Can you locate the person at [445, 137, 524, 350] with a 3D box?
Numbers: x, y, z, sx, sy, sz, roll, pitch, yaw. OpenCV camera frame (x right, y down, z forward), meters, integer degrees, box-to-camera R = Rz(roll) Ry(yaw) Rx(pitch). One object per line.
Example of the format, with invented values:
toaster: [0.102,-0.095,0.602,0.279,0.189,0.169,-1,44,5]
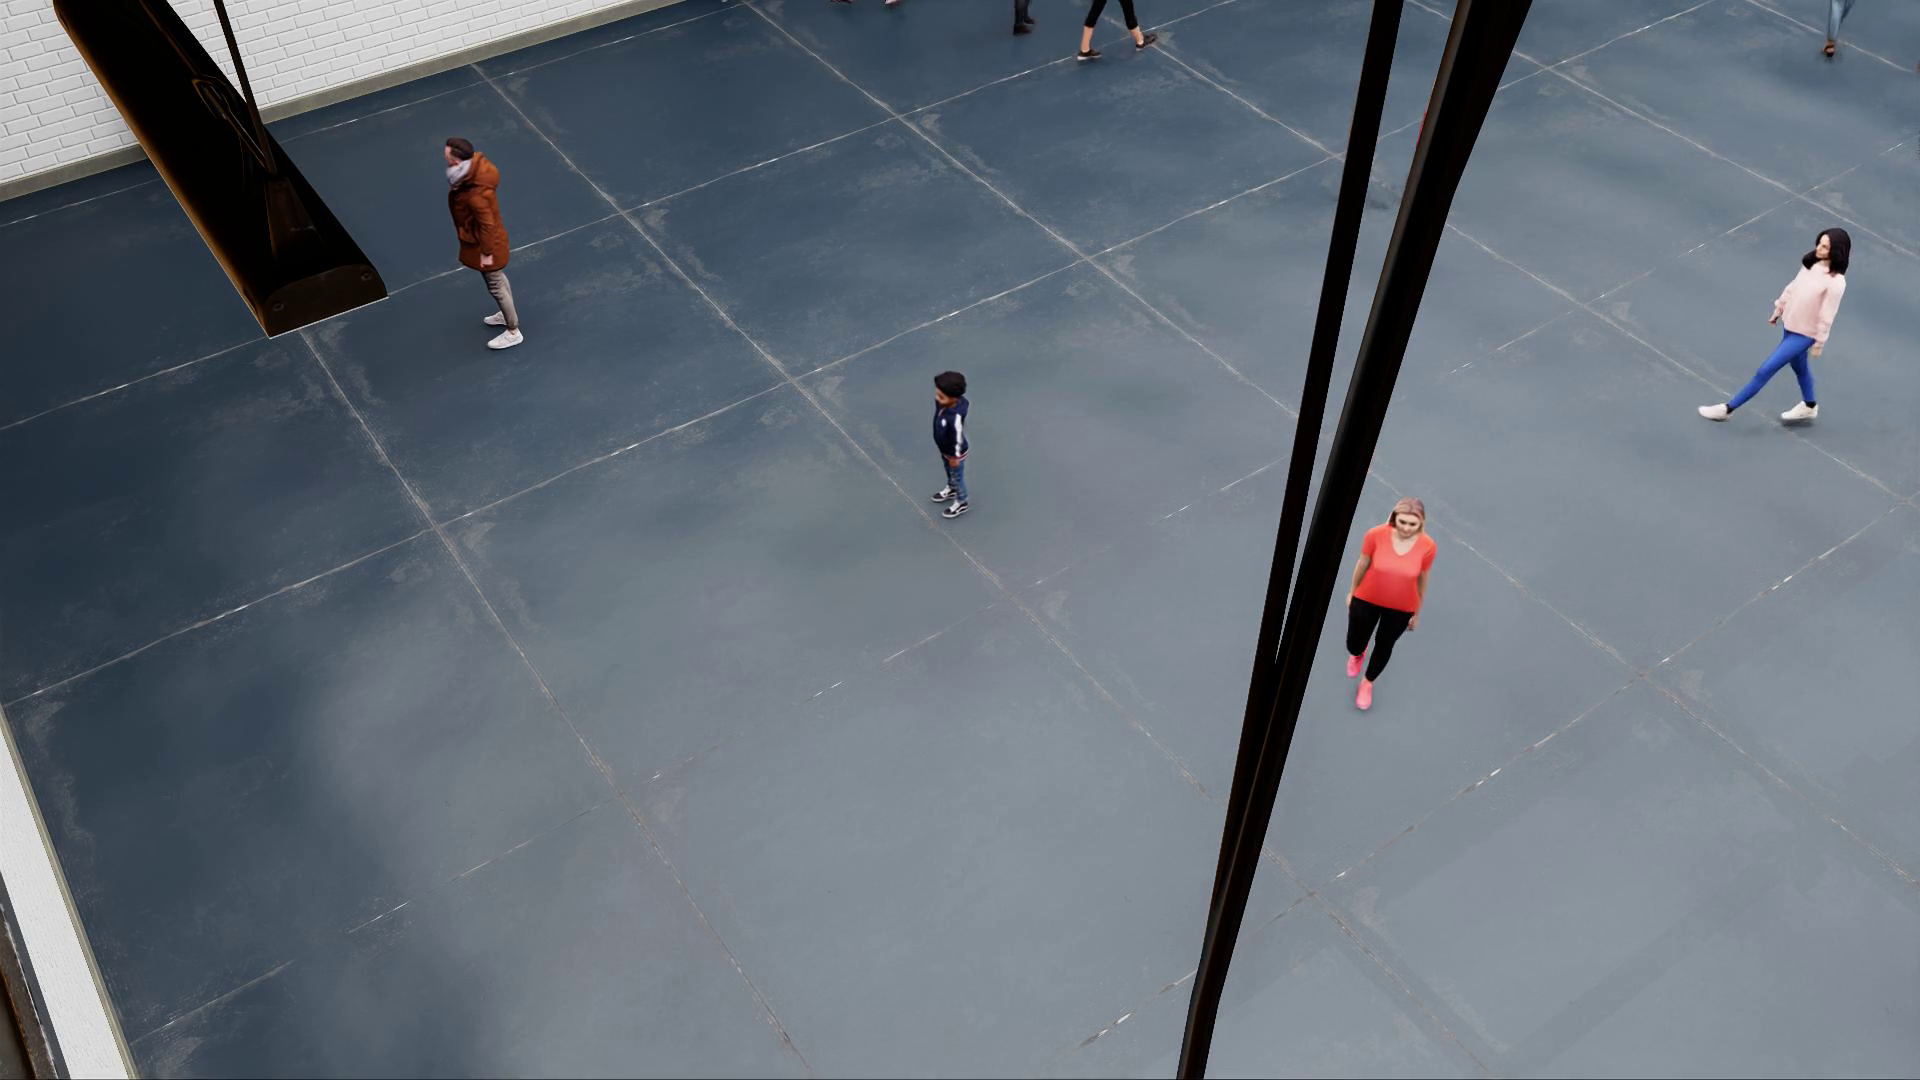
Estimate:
person: [-3.736,-2.362,13.118,0.811,1.836,0.803,-10,44,-10]

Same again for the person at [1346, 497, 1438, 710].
person: [2.663,0.334,10.396,0.780,1.687,0.840,11,45,11]

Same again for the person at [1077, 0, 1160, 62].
person: [1.447,-5.573,16.597,1.124,1.685,0.636,-21,48,-21]

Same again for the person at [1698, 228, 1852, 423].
person: [6.304,-1.532,12.333,1.269,1.716,1.102,0,44,0]

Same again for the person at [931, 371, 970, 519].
person: [-0.056,-0.696,11.815,0.521,1.221,0.544,-17,46,-17]
